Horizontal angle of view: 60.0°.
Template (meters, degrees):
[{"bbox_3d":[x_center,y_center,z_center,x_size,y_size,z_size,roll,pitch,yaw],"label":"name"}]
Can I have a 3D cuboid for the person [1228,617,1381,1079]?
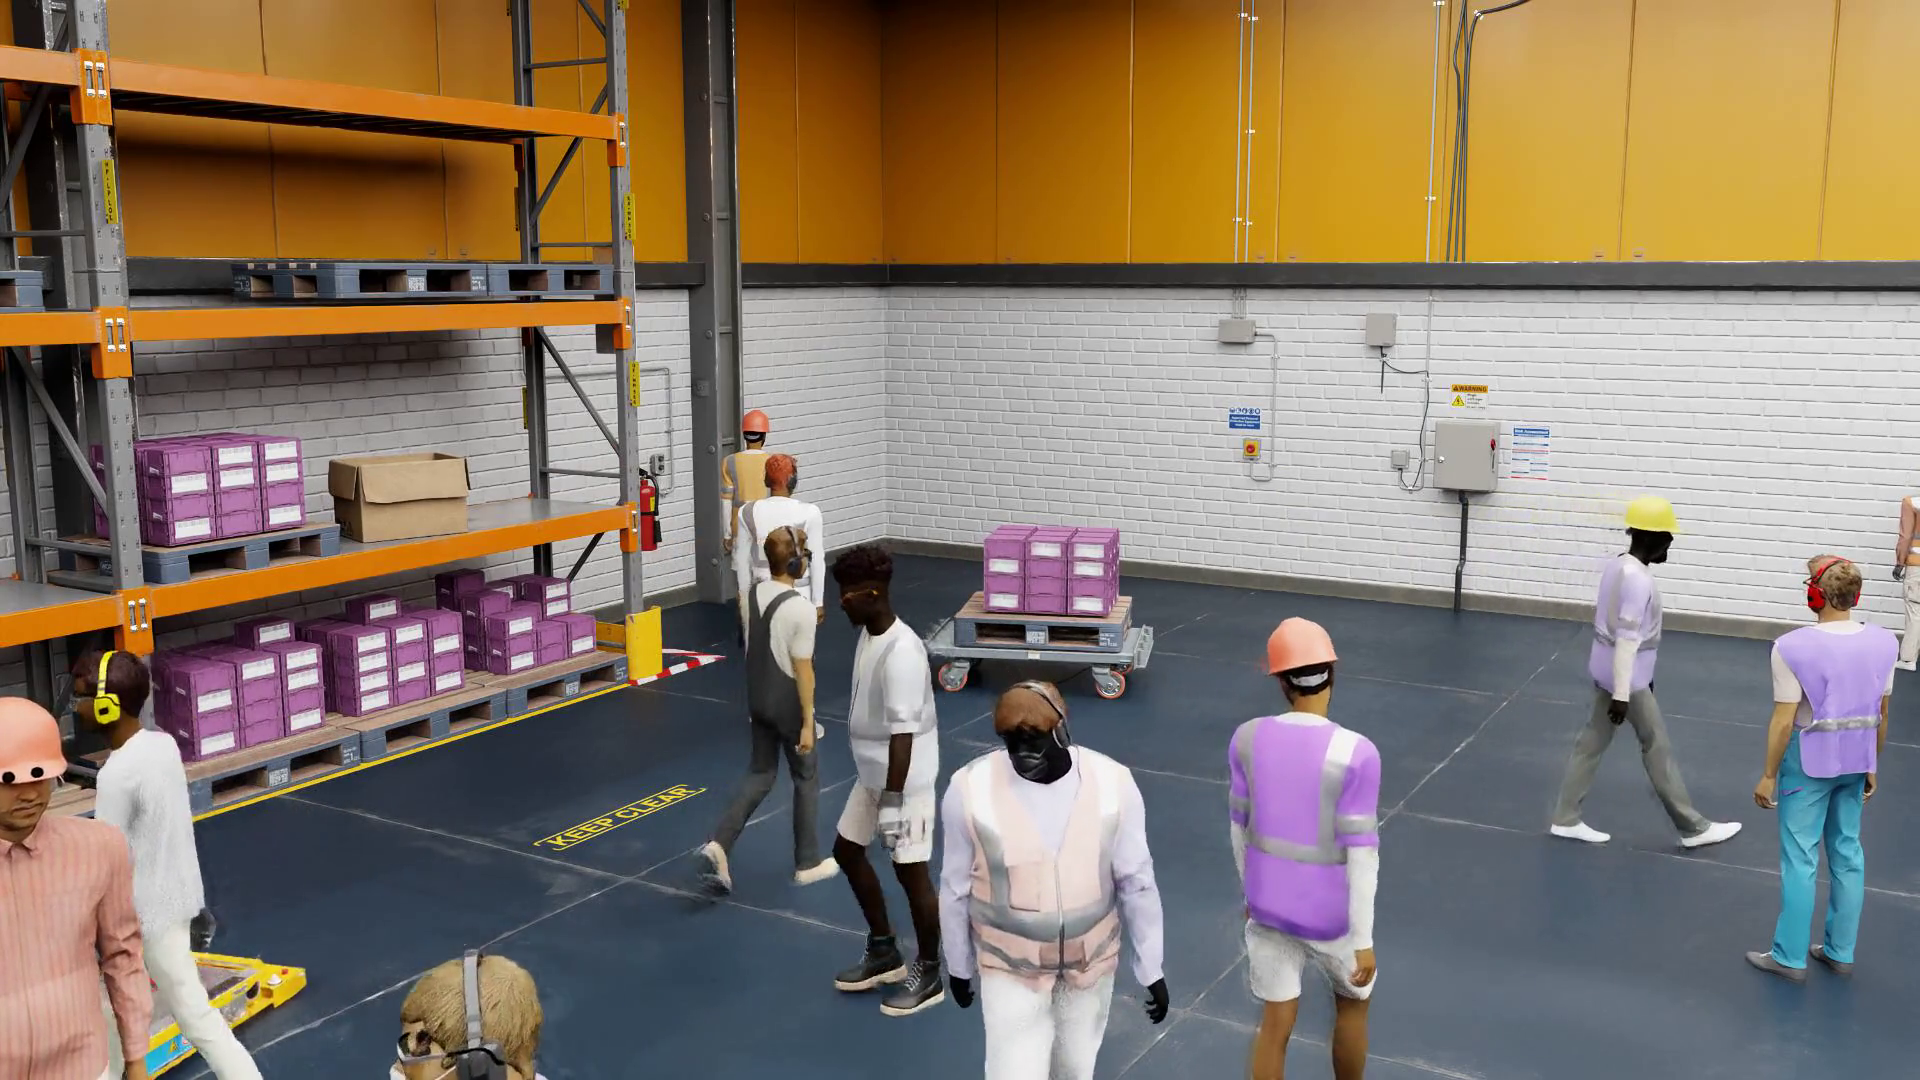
[{"bbox_3d":[1.216,1.200,5.593,0.584,1.895,0.773,8,12,40],"label":"person"}]

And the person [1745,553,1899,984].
[{"bbox_3d":[3.679,0.982,7.087,0.566,1.850,0.389,-2,9,-12],"label":"person"}]

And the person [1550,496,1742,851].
[{"bbox_3d":[3.604,0.705,8.708,0.958,1.876,0.616,2,9,11],"label":"person"}]

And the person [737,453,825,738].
[{"bbox_3d":[-1.146,0.380,10.734,0.576,1.886,0.362,2,9,11],"label":"person"}]

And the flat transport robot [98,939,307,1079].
[{"bbox_3d":[-3.241,1.882,6.384,0.652,0.197,1.431,2,9,14],"label":"flat transport robot"}]

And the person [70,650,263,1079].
[{"bbox_3d":[-2.732,1.256,5.496,0.976,1.812,0.504,-2,9,-14],"label":"person"}]

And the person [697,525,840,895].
[{"bbox_3d":[-0.922,0.837,8.063,0.515,1.826,0.754,7,12,38],"label":"person"}]

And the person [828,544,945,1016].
[{"bbox_3d":[-0.328,0.978,6.847,0.585,1.935,0.731,-3,10,-17],"label":"person"}]

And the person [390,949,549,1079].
[{"bbox_3d":[-0.675,1.617,2.951,0.811,1.914,0.629,-5,10,-27],"label":"person"}]

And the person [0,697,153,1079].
[{"bbox_3d":[-2.384,1.370,4.258,0.400,1.990,0.620,9,13,44],"label":"person"}]

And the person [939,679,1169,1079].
[{"bbox_3d":[0.283,1.312,5.114,0.658,1.815,0.474,-2,9,-12],"label":"person"}]

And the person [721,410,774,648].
[{"bbox_3d":[-1.652,-0.088,13.490,0.550,1.935,0.375,0,9,0],"label":"person"}]

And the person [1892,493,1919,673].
[{"bbox_3d":[7.363,0.200,12.625,0.525,1.639,0.307,1,9,4],"label":"person"}]
